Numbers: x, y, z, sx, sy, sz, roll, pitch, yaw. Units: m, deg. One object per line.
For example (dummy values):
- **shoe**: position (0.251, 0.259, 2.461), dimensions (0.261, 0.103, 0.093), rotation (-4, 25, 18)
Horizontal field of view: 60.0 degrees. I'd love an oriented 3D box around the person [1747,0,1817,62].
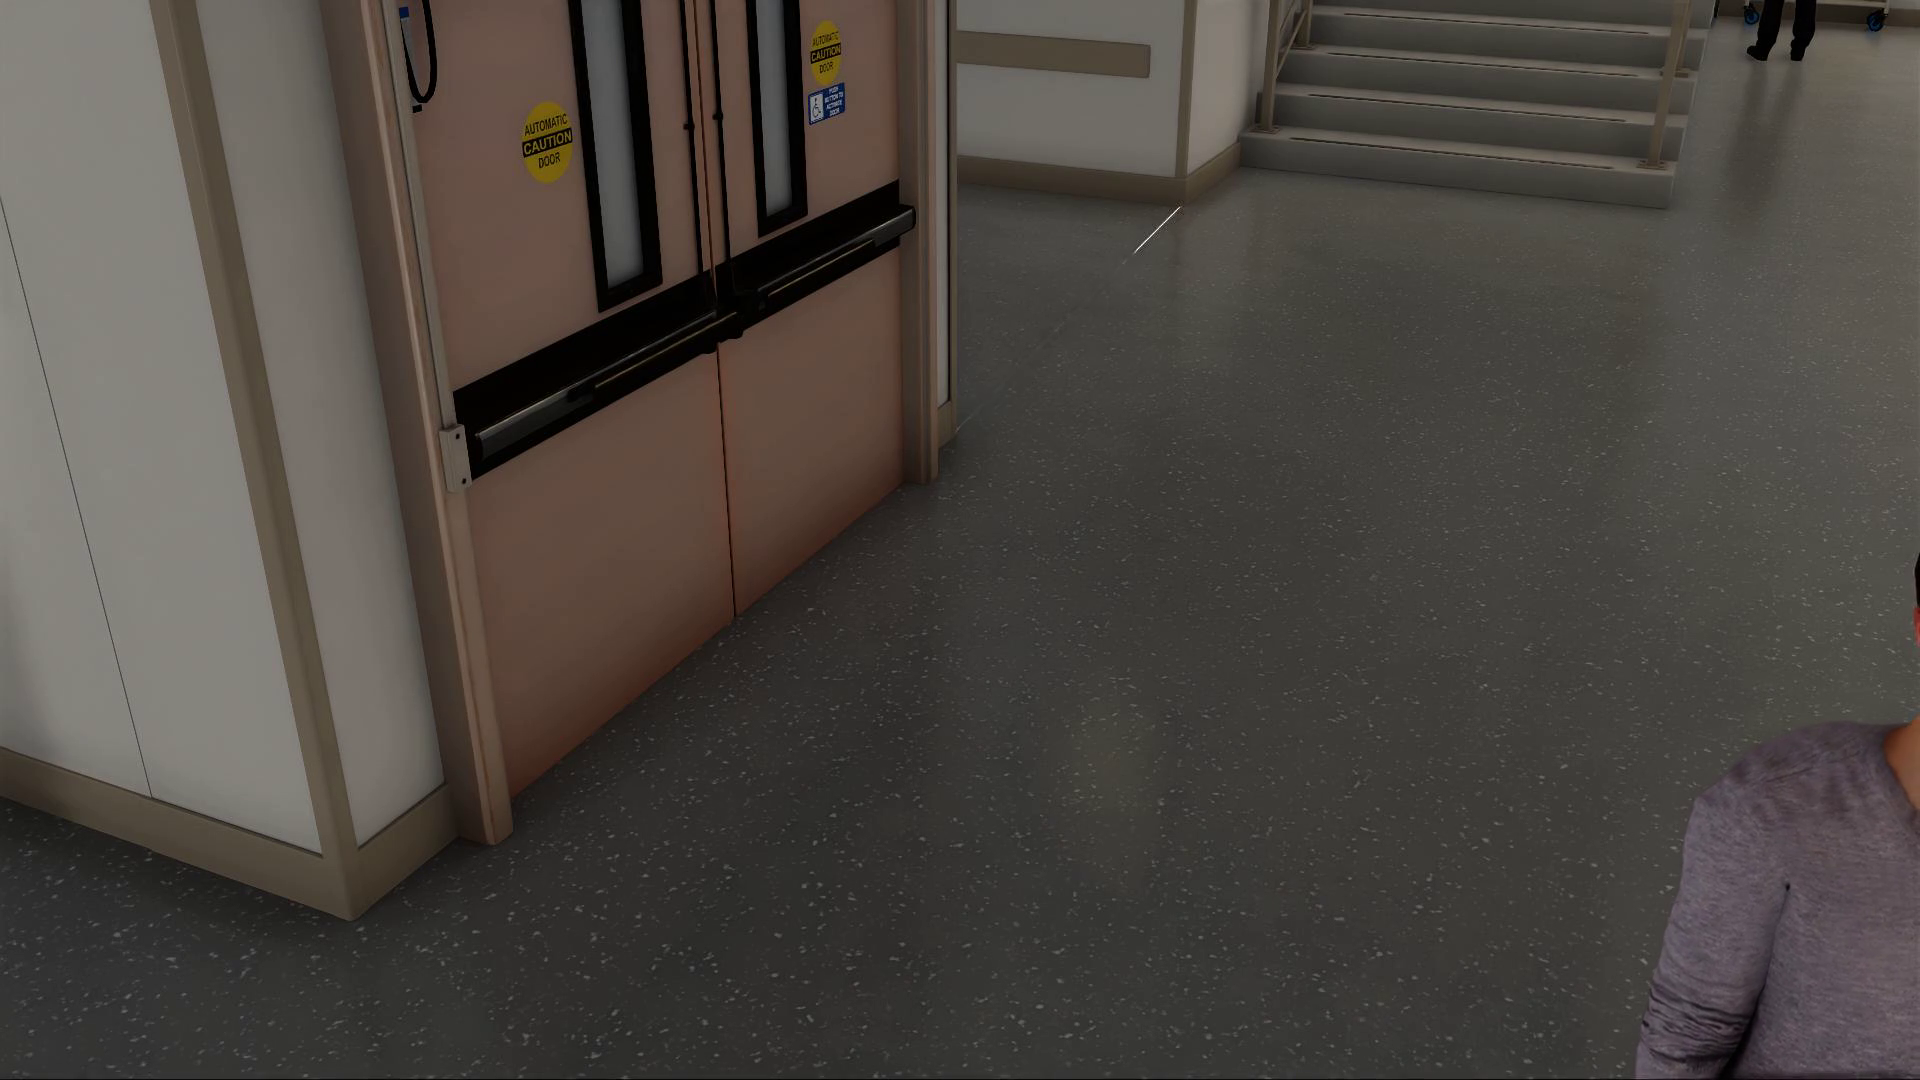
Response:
- **person**: position (7.016, -5.003, 13.875), dimensions (0.745, 1.915, 0.687), rotation (4, 26, 9)
